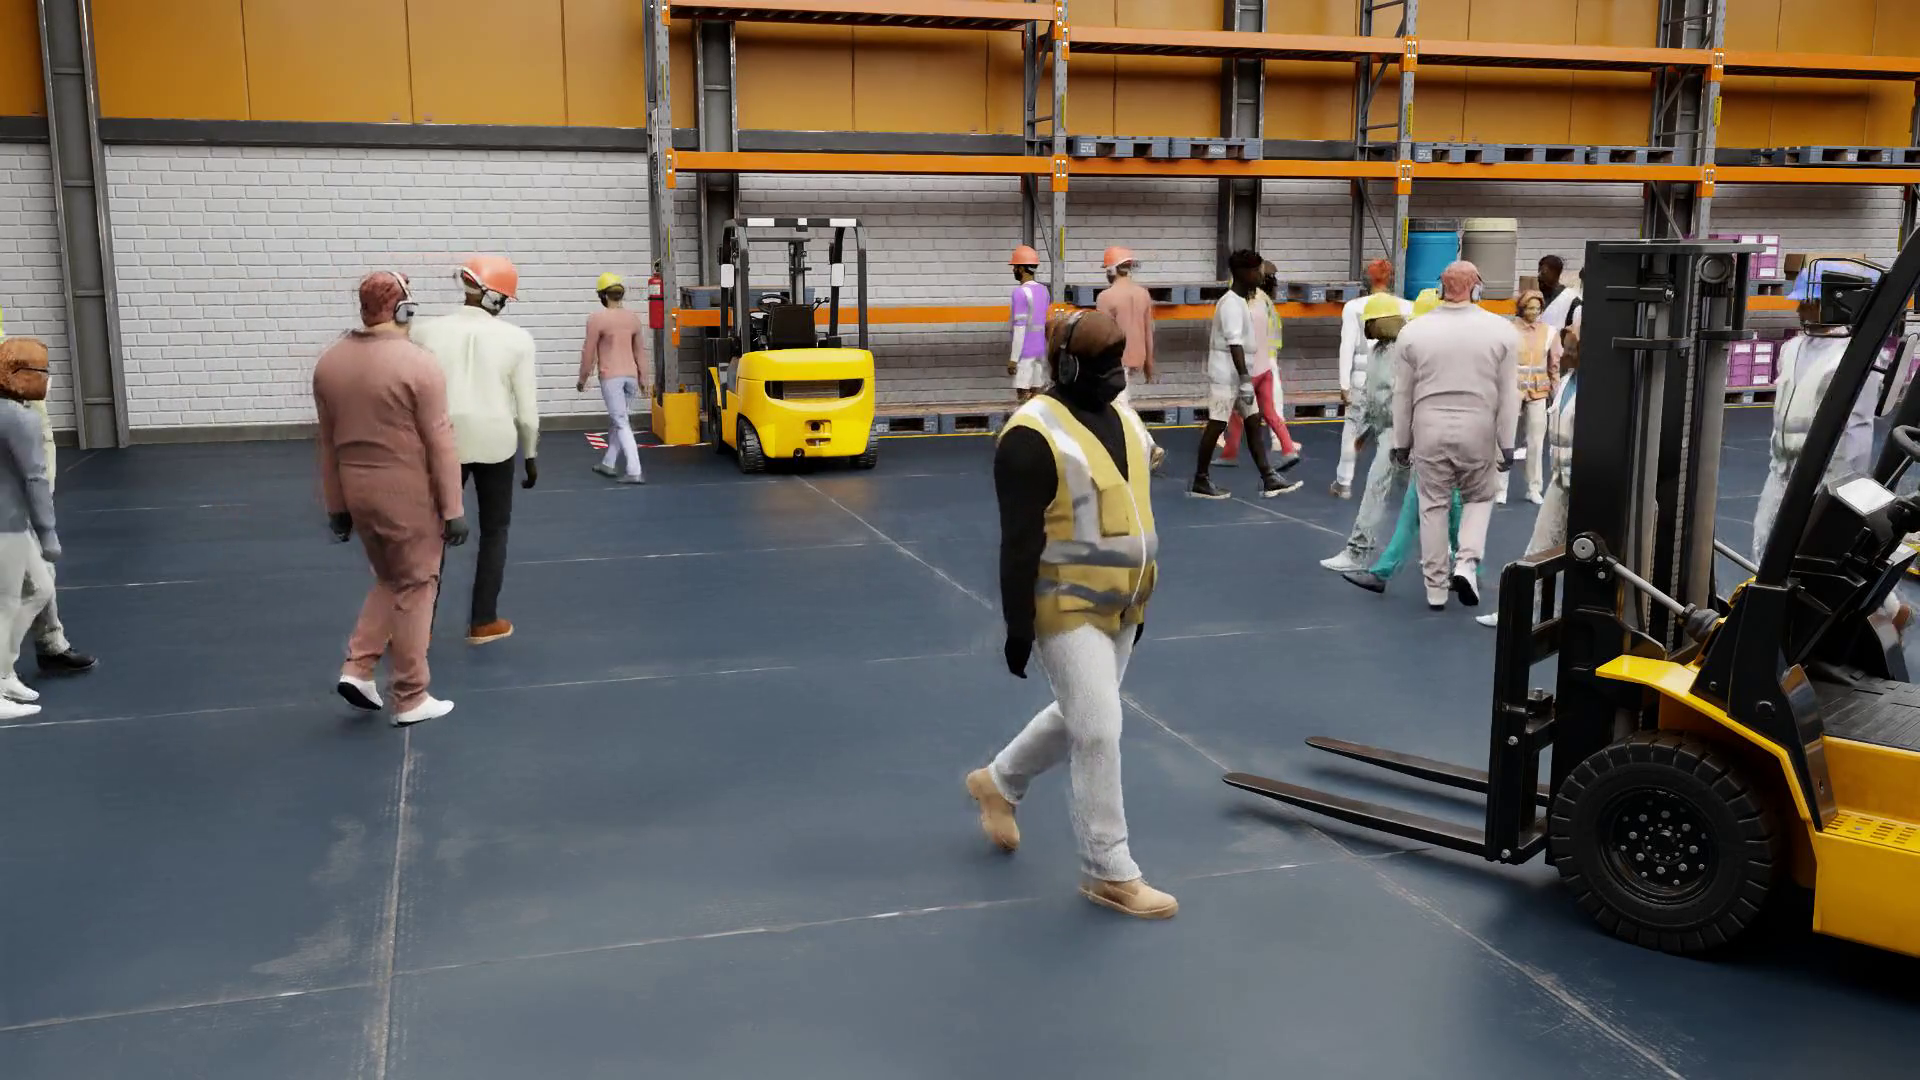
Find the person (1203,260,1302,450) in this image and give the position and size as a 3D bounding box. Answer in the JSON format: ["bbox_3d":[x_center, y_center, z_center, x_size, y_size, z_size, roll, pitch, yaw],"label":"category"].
[{"bbox_3d":[2.783,-1.746,15.799,0.887,1.809,0.624,0,10,-1],"label":"person"}]

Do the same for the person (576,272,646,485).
[{"bbox_3d":[-2.912,-1.330,13.733,0.843,1.727,0.527,8,13,36],"label":"person"}]

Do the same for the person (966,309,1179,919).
[{"bbox_3d":[0.327,0.195,5.135,0.837,1.818,0.632,8,13,39],"label":"person"}]

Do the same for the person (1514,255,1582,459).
[{"bbox_3d":[5.491,-1.686,15.339,1.018,1.866,0.614,-4,11,-20],"label":"person"}]

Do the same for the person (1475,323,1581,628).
[{"bbox_3d":[3.098,-0.299,8.427,0.775,1.592,0.525,-2,10,-8],"label":"person"}]

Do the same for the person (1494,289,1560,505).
[{"bbox_3d":[4.273,-1.076,12.605,0.528,1.630,0.354,0,10,1],"label":"person"}]

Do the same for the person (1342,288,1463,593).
[{"bbox_3d":[2.566,-0.533,9.355,0.871,1.726,0.540,0,10,-1],"label":"person"}]

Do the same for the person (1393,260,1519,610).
[{"bbox_3d":[2.671,-0.556,8.994,0.654,1.894,0.422,4,11,20],"label":"person"}]

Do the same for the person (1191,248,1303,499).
[{"bbox_3d":[2.214,-1.248,12.709,0.932,1.921,0.640,3,11,17],"label":"person"}]

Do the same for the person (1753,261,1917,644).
[{"bbox_3d":[4.076,-0.337,7.775,0.843,1.924,0.615,-2,11,-11],"label":"person"}]

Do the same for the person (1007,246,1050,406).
[{"bbox_3d":[0.601,-1.728,15.331,0.358,1.938,0.542,6,12,29],"label":"person"}]

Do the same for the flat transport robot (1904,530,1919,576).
[{"bbox_3d":[5.930,0.057,10.115,0.652,0.197,1.431,1,10,3],"label":"flat transport robot"}]

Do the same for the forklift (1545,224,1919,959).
[{"bbox_3d":[2.909,0.117,4.508,2.313,2.155,1.214,9,14,40],"label":"forklift"}]

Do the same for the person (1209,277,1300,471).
[{"bbox_3d":[2.566,-1.442,14.408,0.873,1.709,0.544,9,13,40],"label":"person"}]

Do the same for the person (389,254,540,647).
[{"bbox_3d":[-2.503,-0.440,8.272,0.820,1.938,0.430,-2,11,-12],"label":"person"}]

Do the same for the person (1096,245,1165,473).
[{"bbox_3d":[1.441,-1.538,14.239,0.624,1.963,0.929,-9,14,-41],"label":"person"}]

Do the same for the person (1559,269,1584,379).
[{"bbox_3d":[5.054,-1.271,13.196,0.502,1.805,0.983,-3,11,-18],"label":"person"}]

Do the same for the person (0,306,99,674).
[{"bbox_3d":[-4.264,-0.199,7.332,0.783,1.803,0.495,-8,13,-36],"label":"person"}]

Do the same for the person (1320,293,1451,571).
[{"bbox_3d":[2.675,-0.656,10.147,0.909,1.697,0.516,-2,11,-11],"label":"person"}]

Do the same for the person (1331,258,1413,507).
[{"bbox_3d":[3.146,-1.209,12.709,0.595,1.850,0.841,0,10,-2],"label":"person"}]

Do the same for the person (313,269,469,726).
[{"bbox_3d":[-2.319,-0.162,6.892,0.644,1.894,0.421,5,12,27],"label":"person"}]

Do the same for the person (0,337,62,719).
[{"bbox_3d":[-3.989,-0.038,6.961,0.436,1.606,0.505,-9,14,-40],"label":"person"}]

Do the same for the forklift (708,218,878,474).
[{"bbox_3d":[-1.522,-1.778,14.899,1.214,2.155,2.313,-3,11,-17],"label":"forklift"}]
